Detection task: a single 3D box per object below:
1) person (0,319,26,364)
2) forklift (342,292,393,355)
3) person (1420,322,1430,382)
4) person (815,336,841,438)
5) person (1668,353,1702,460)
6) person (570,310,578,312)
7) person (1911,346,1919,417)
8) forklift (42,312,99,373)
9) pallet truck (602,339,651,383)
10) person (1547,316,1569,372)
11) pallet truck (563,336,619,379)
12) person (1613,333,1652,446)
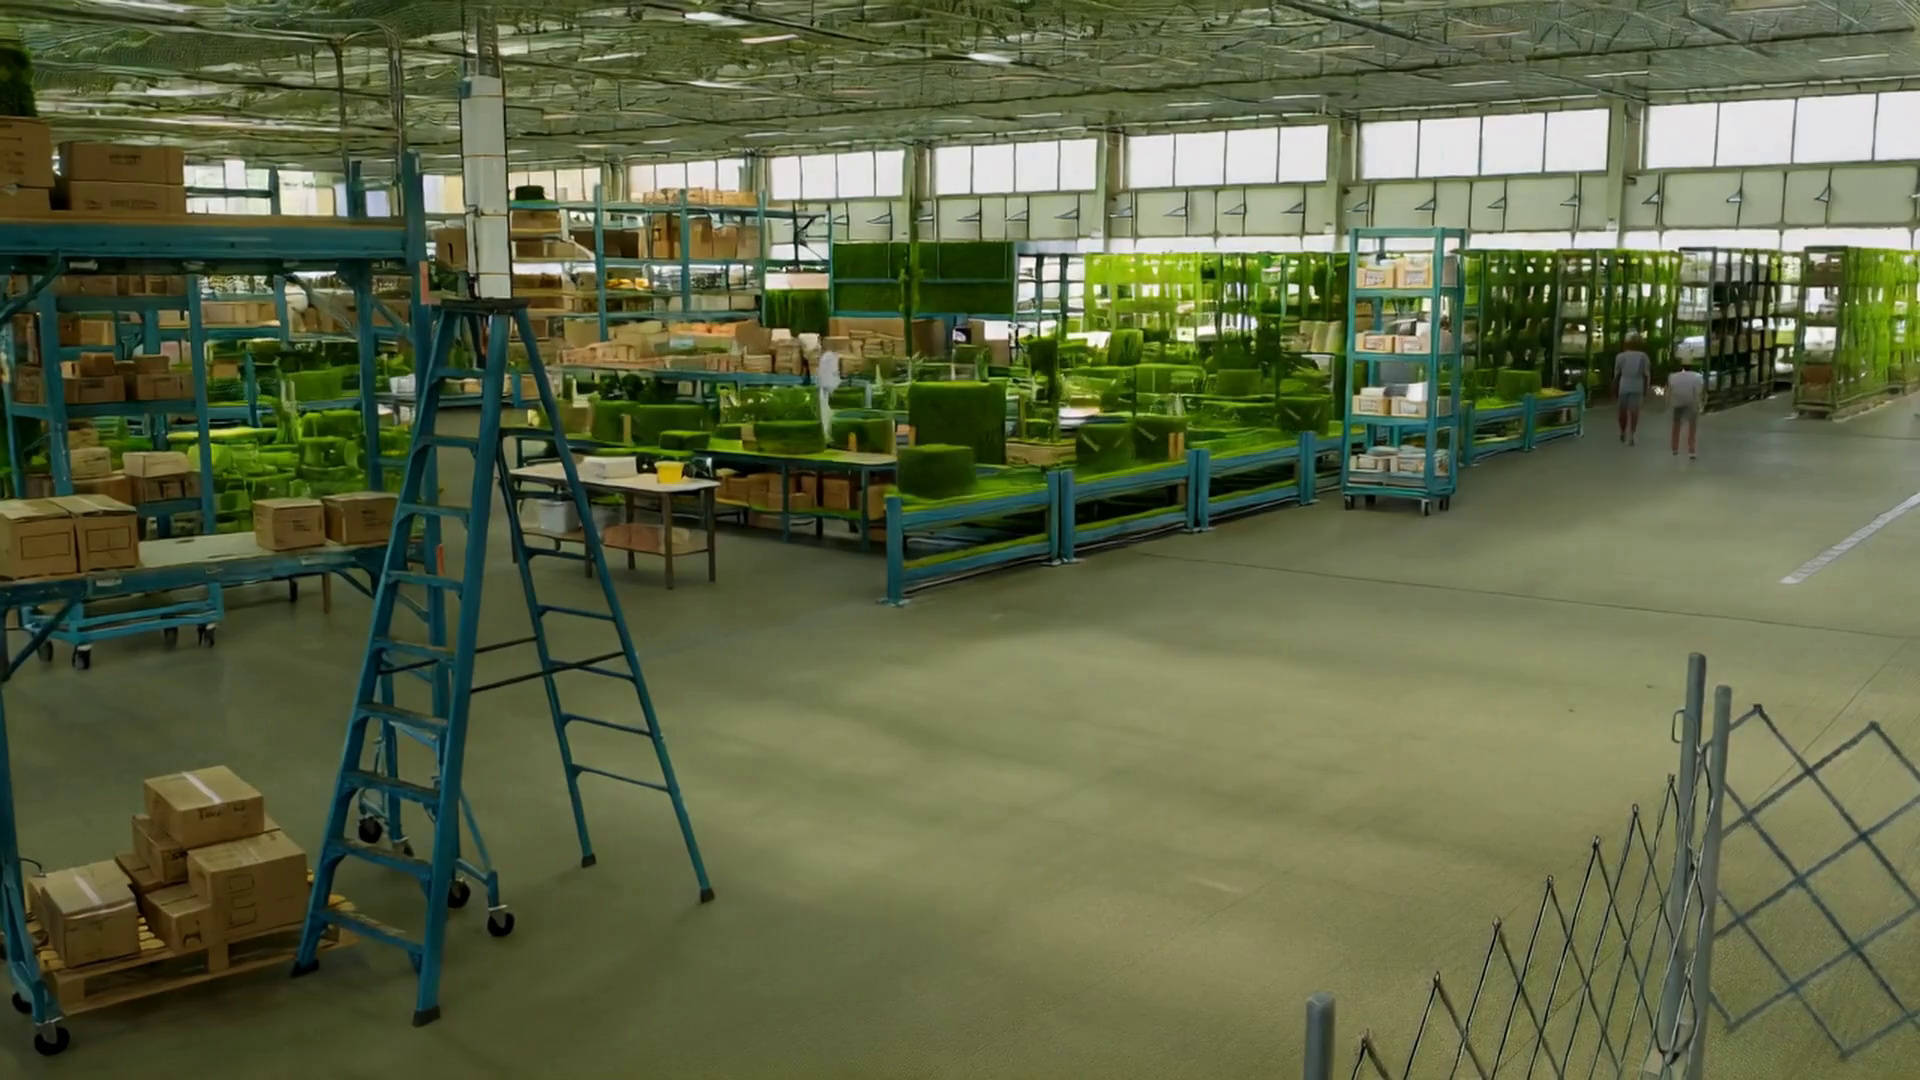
[{"bbox_3d":[-24.586,-4.801,43.099,0.551,1.888,0.644,6,11,32],"label":"person"},{"bbox_3d":[-16.485,-5.622,45.120,1.129,2.768,1.873,7,11,37],"label":"forklift"},{"bbox_3d":[11.621,-4.541,41.639,0.403,1.828,0.595,4,10,26],"label":"person"},{"bbox_3d":[-2.485,-2.819,30.732,0.536,1.891,0.648,2,9,11],"label":"person"},{"bbox_3d":[11.842,-2.172,27.142,0.546,1.734,0.772,1,9,7],"label":"person"},{"bbox_3d":[-16.644,-9.355,71.729,0.629,1.826,0.566,6,11,33],"label":"person"},{"bbox_3d":[20.650,-3.537,35.449,0.928,1.812,0.577,-5,11,-30],"label":"person"},{"bbox_3d":[-23.779,-5.451,44.052,1.873,2.768,1.129,7,11,36],"label":"forklift"},{"bbox_3d":[-8.991,-4.871,45.351,0.653,1.274,1.630,7,11,37],"label":"pallet truck"},{"bbox_3d":[17.416,-5.650,48.367,0.700,1.912,0.931,-3,10,-20],"label":"person"},{"bbox_3d":[-10.690,-5.294,48.215,1.601,1.201,0.680,-5,10,-26],"label":"pallet truck"},{"bbox_3d":[11.949,-2.684,29.591,0.646,1.971,1.090,3,10,18],"label":"person"}]
